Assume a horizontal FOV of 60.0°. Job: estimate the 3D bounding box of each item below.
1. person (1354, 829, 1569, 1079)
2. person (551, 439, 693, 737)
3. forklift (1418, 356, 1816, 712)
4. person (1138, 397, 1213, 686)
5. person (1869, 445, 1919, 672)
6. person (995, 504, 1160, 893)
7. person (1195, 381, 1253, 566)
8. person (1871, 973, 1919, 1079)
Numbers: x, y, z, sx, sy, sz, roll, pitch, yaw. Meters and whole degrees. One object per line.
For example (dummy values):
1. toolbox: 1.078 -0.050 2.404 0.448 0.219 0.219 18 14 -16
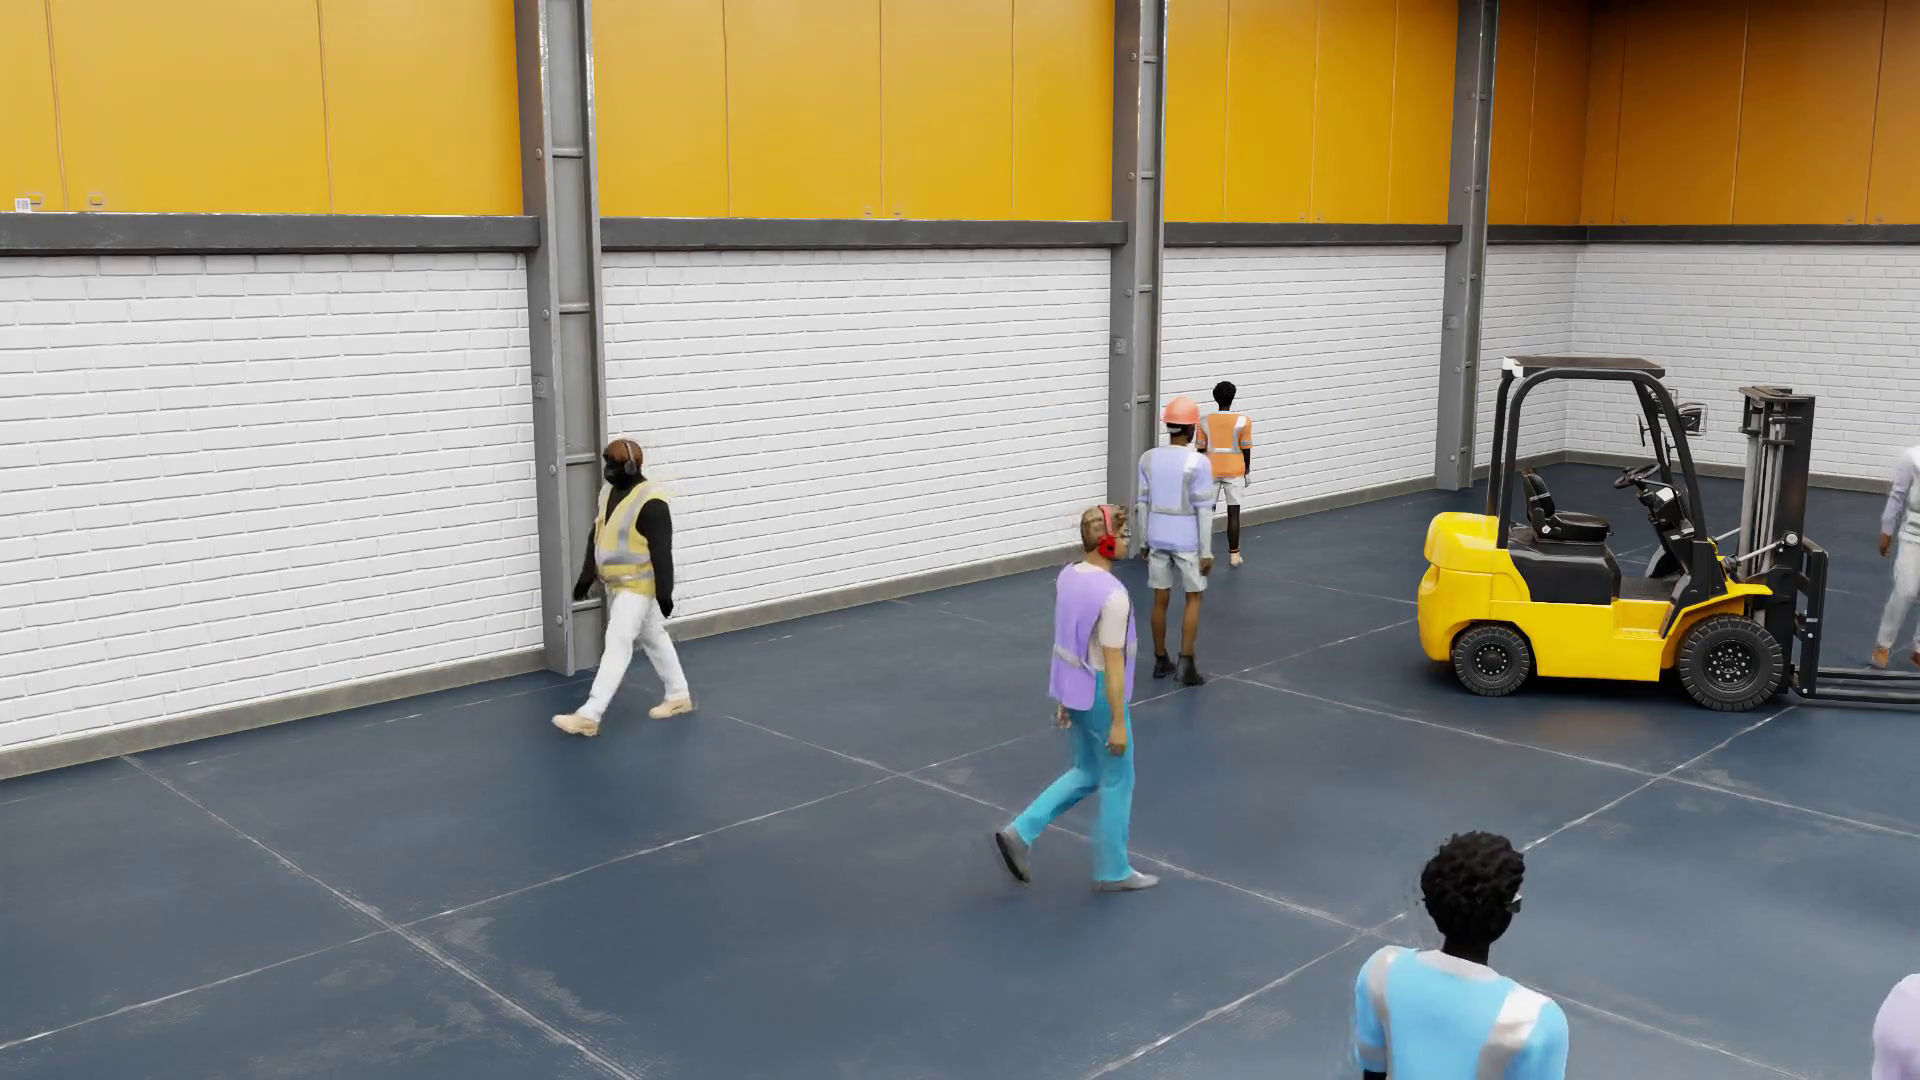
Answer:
1. person: 1.142 1.480 3.815 0.366 1.685 0.552 -9 14 -41
2. person: -2.048 0.275 10.136 0.977 1.789 0.618 -7 12 -33
3. forklift: 4.276 -0.101 11.076 2.313 2.155 1.214 2 11 13
4. person: 1.423 0.009 11.200 0.624 1.935 0.526 8 13 37
5. person: 6.668 -0.002 11.335 0.639 1.899 0.520 3 11 16
6. person: 0.559 0.737 7.515 0.690 1.827 0.566 -3 11 -18
7. person: 2.403 -0.604 15.197 0.531 1.694 0.318 4 11 21
8. person: 2.025 1.488 3.160 0.568 1.919 0.642 -10 14 -43
